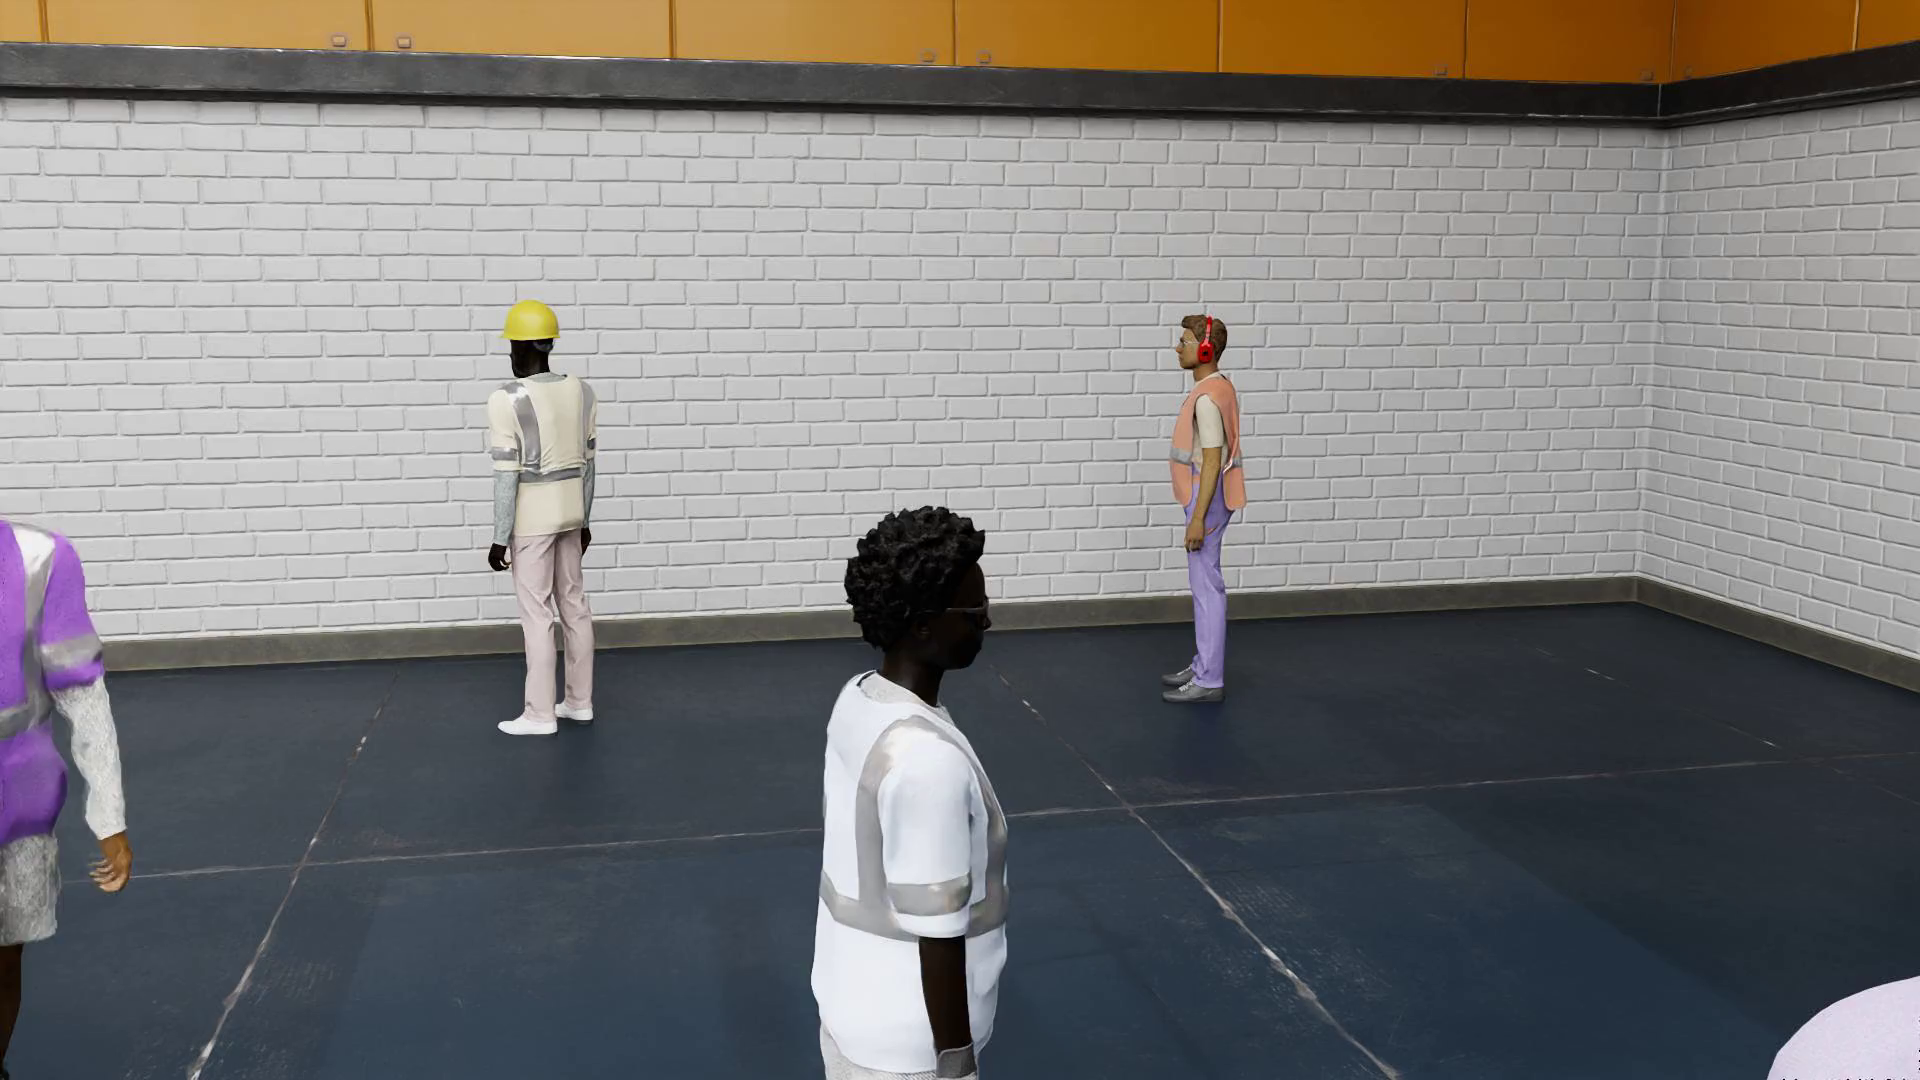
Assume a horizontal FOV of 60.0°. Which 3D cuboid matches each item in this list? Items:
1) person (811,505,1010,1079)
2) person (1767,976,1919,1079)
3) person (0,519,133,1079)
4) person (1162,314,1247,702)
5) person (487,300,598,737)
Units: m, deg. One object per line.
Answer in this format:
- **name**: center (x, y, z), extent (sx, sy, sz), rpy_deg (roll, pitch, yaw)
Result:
- **person**: center (-0.076, 0.785, 2.738), extent (0.316, 1.695, 0.541), rpy_deg (-3, 10, -16)
- **person**: center (0.731, 0.966, 1.008), extent (0.401, 1.904, 0.650), rpy_deg (-9, 13, -43)
- **person**: center (-2.066, 0.574, 3.476), extent (0.562, 1.877, 1.039), rpy_deg (-9, 13, -43)
- **person**: center (1.177, -0.149, 7.967), extent (0.390, 1.850, 0.565), rpy_deg (1, 9, 8)
- **person**: center (-1.851, -0.091, 7.367), extent (0.359, 1.930, 0.587), rpy_deg (6, 11, 31)
